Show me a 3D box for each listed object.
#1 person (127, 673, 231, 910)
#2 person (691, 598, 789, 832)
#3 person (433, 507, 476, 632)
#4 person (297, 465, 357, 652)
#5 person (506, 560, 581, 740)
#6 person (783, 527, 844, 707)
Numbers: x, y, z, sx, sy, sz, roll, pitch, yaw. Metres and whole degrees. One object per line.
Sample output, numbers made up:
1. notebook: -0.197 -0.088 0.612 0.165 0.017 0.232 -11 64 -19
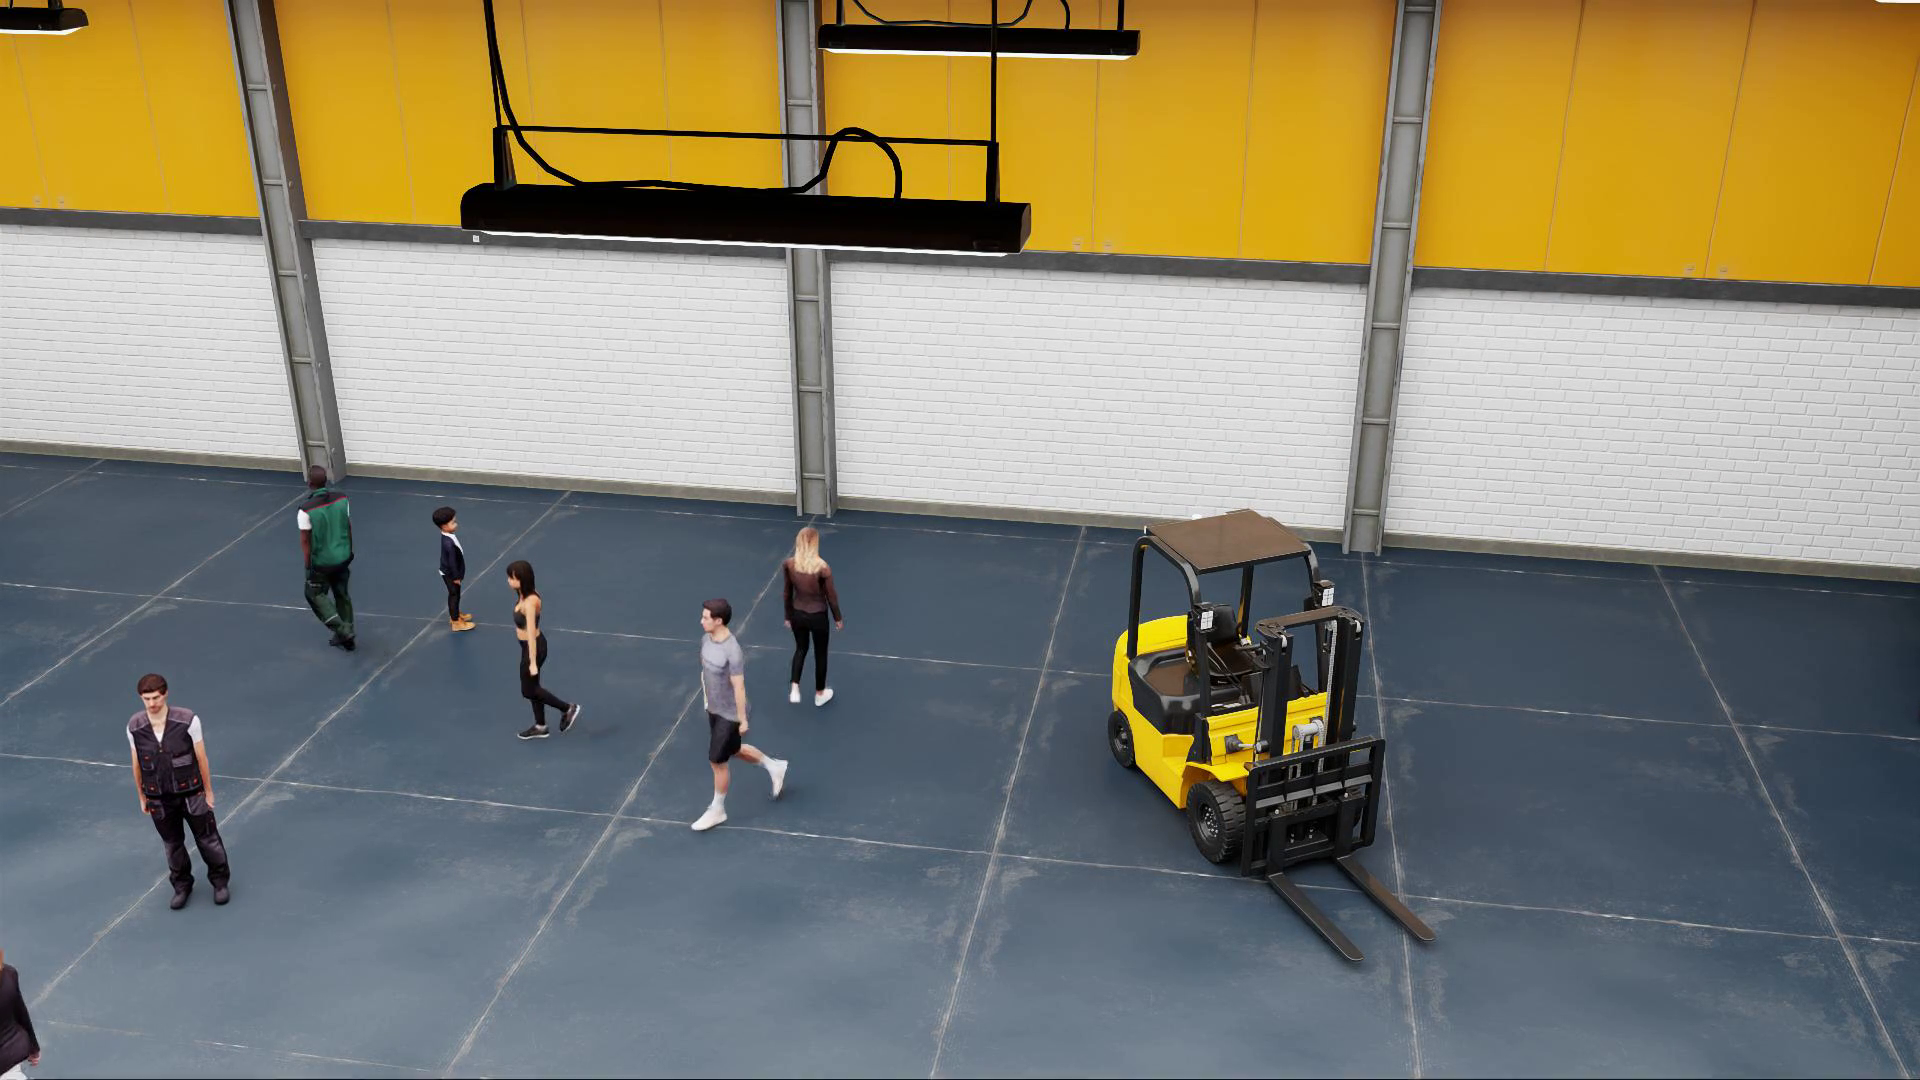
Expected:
1. person: -5.514 1.752 11.718 0.648 1.846 0.784 -5 24 -11
2. person: -1.699 1.289 12.795 1.208 1.832 1.159 -17 29 -33
3. person: -4.859 0.265 15.897 0.603 1.223 0.575 -9 25 -20
4. person: -5.739 0.207 15.273 0.864 1.829 0.839 16 28 31
5. person: -3.483 0.929 13.869 0.864 1.631 0.756 -8 25 -17
6. person: -1.309 0.705 14.302 0.701 1.695 0.767 9 25 20
